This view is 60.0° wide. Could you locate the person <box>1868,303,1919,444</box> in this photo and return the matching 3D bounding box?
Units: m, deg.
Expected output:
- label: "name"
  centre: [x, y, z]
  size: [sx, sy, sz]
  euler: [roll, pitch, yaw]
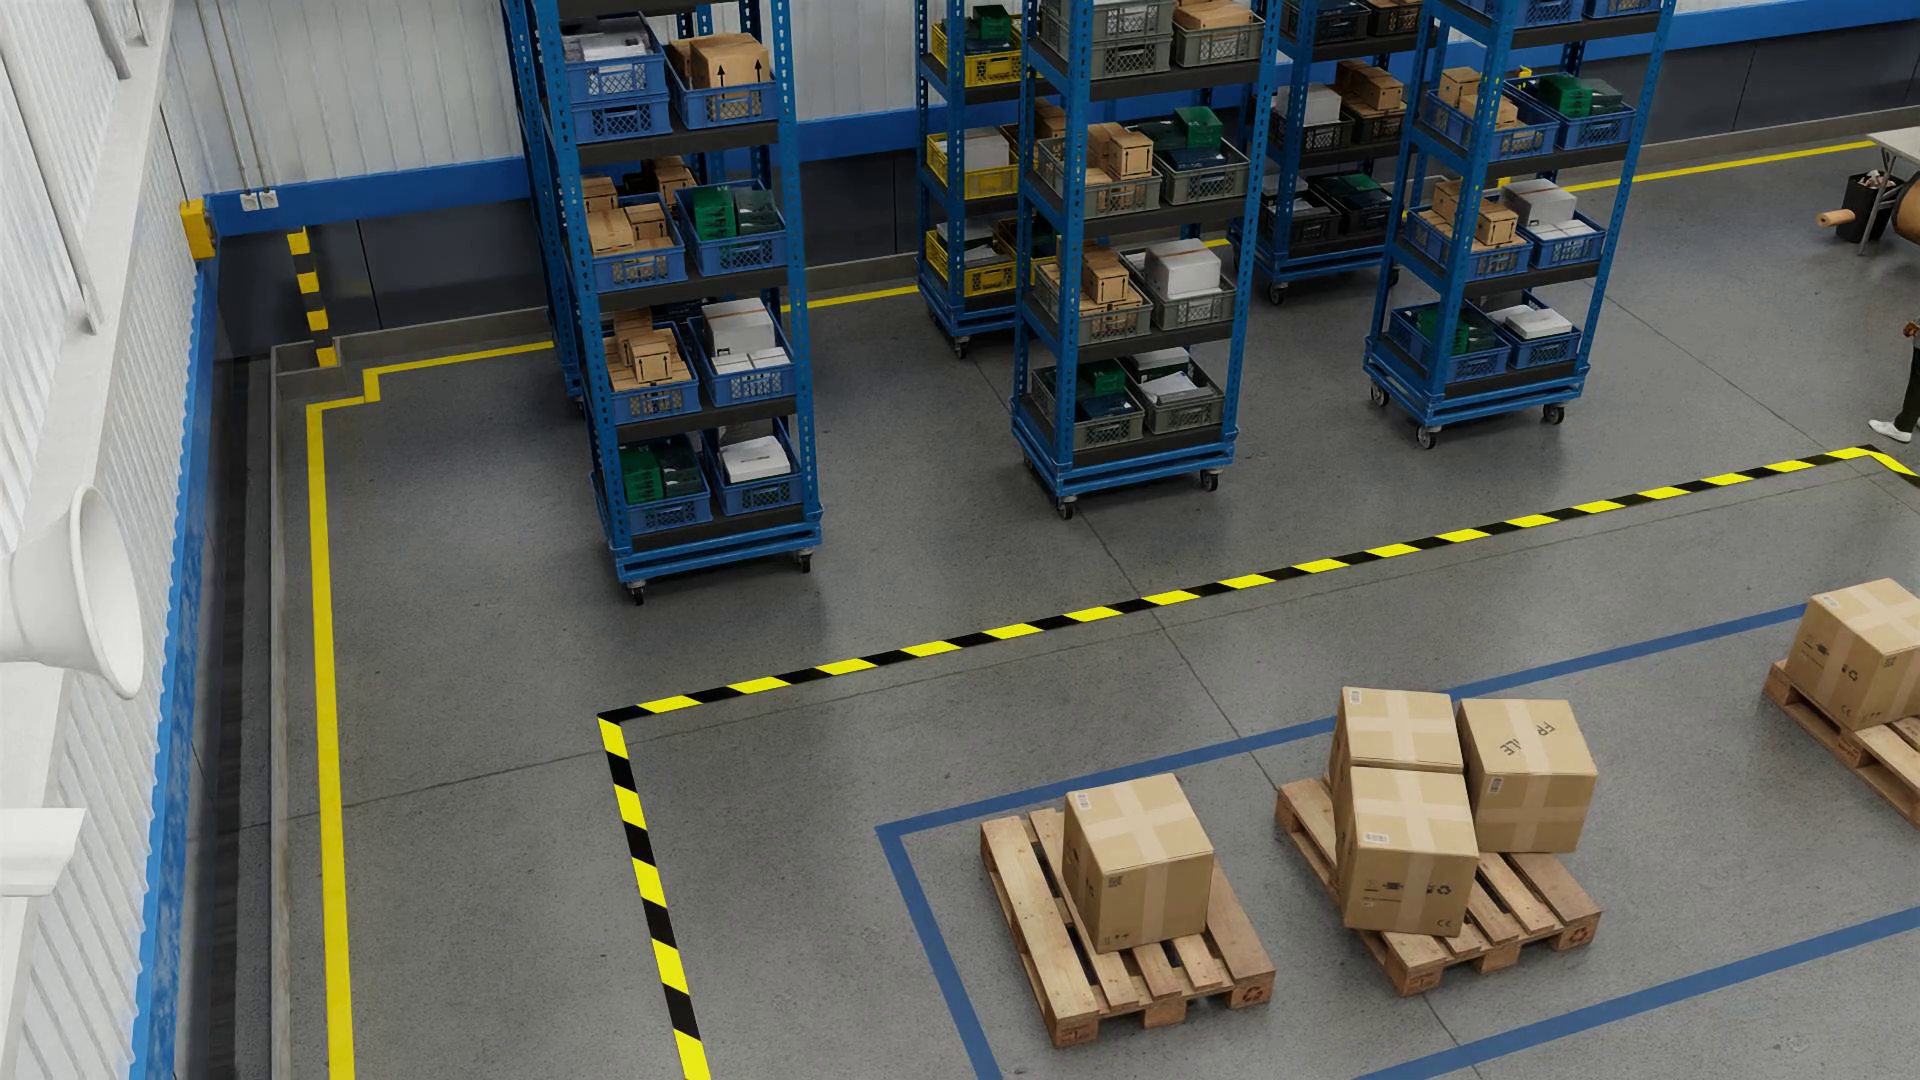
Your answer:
- label: "person"
  centre: [6.410, -1.490, 10.798]
  size: [0.586, 1.848, 0.392]
  euler: [-12, 37, -16]
